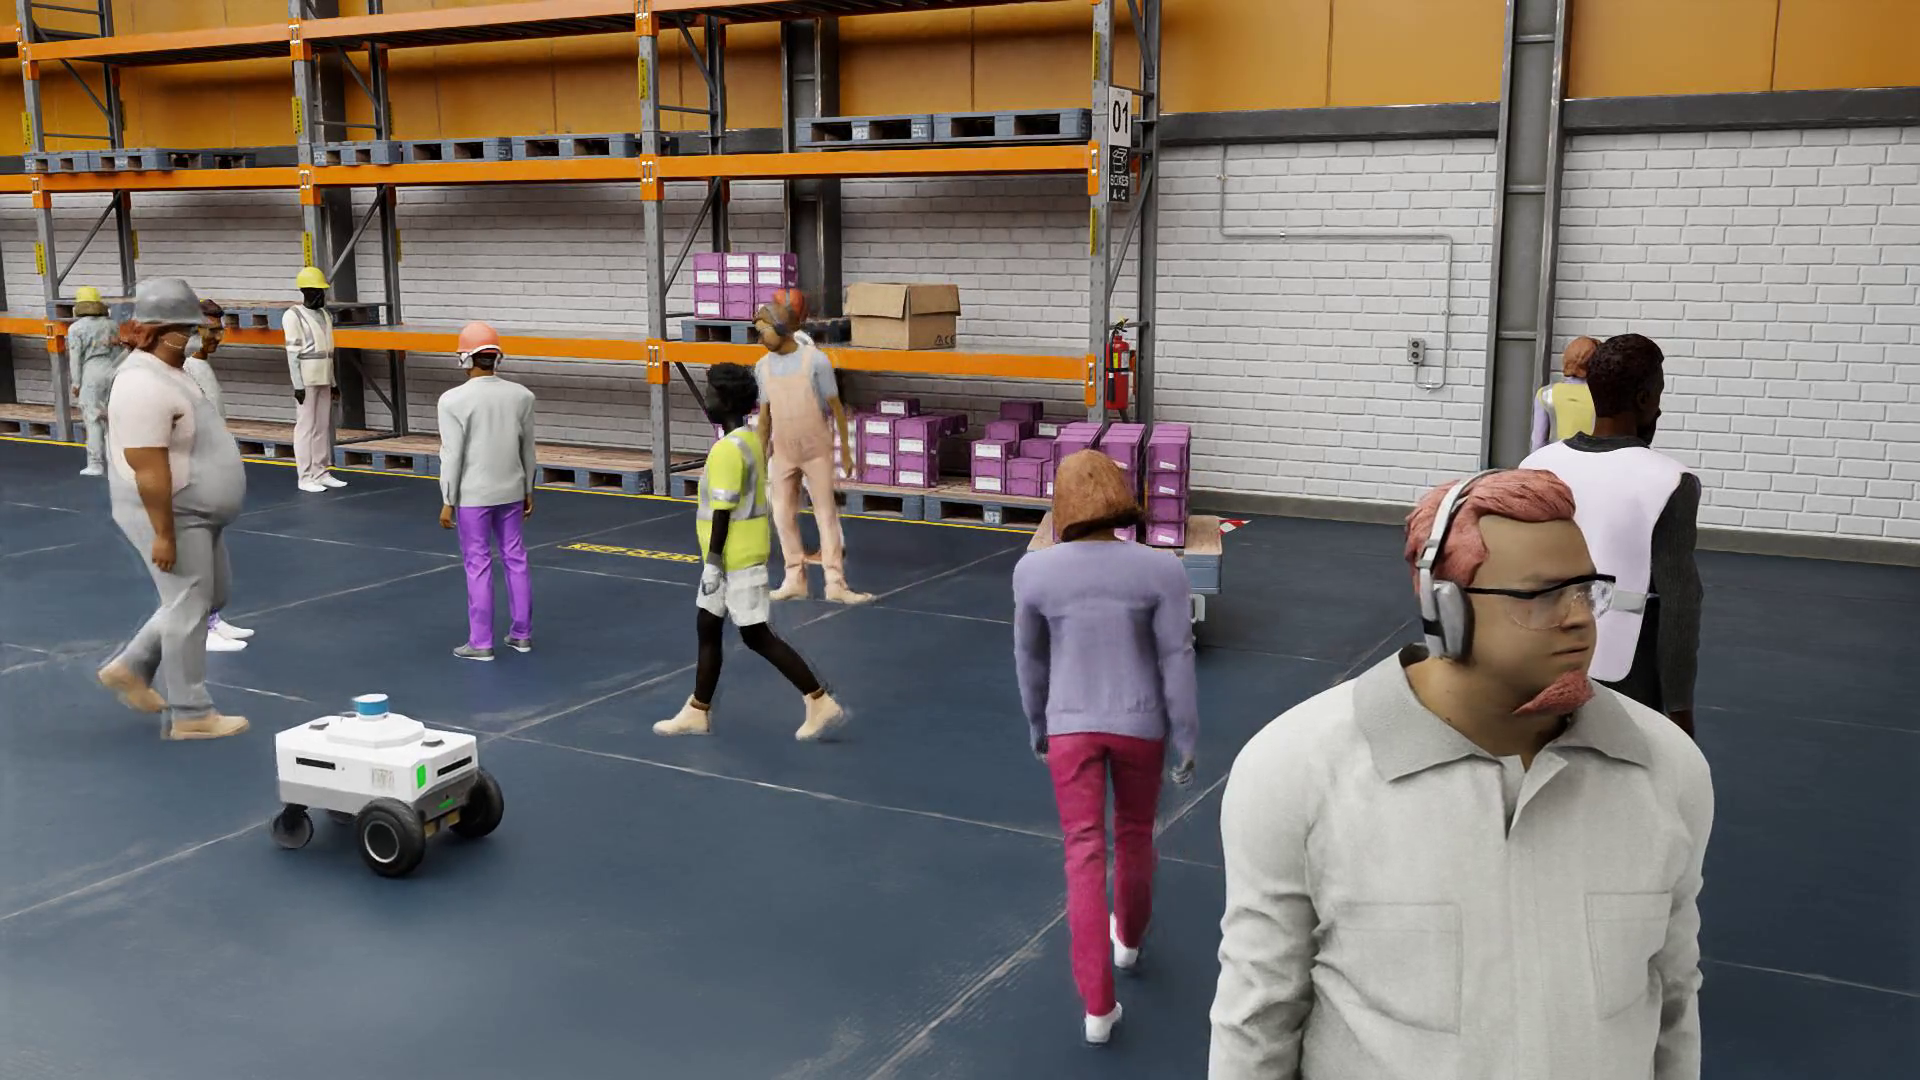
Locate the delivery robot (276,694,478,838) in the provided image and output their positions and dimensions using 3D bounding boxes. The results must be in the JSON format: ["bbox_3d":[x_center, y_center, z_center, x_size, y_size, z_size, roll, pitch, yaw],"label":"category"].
[{"bbox_3d":[-2.084,0.794,5.939,0.707,0.478,0.477,5,11,23],"label":"delivery robot"}]

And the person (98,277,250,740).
[{"bbox_3d":[-3.413,-0.136,7.220,0.599,2.000,0.697,-4,11,-19],"label":"person"}]

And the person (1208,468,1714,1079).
[{"bbox_3d":[0.644,0.855,2.135,0.651,1.912,0.410,-1,10,-4],"label":"person"}]

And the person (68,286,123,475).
[{"bbox_3d":[-7.975,-1.469,15.371,0.319,1.737,0.485,7,12,33],"label":"person"}]

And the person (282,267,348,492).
[{"bbox_3d":[-5.570,-1.385,14.375,0.379,1.928,0.585,3,11,14],"label":"person"}]

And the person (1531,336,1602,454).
[{"bbox_3d":[3.439,-0.311,9.274,0.512,1.642,0.311,7,13,34],"label":"person"}]

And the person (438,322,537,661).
[{"bbox_3d":[-2.465,-0.254,8.653,0.332,1.750,0.573,9,13,39],"label":"person"}]

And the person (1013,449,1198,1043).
[{"bbox_3d":[0.410,0.540,4.722,0.522,1.587,0.777,1,10,7],"label":"person"}]

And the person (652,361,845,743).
[{"bbox_3d":[-0.910,0.064,7.158,0.821,1.669,0.537,0,10,-2],"label":"person"}]

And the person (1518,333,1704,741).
[{"bbox_3d":[1.824,0.375,4.751,0.391,1.920,0.593,-6,12,-31],"label":"person"}]

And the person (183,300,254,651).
[{"bbox_3d":[-4.006,-0.341,8.847,0.326,1.859,0.519,-3,11,-14],"label":"person"}]

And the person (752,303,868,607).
[{"bbox_3d":[-0.875,-0.484,9.805,0.700,1.812,0.350,4,11,19],"label":"person"}]
